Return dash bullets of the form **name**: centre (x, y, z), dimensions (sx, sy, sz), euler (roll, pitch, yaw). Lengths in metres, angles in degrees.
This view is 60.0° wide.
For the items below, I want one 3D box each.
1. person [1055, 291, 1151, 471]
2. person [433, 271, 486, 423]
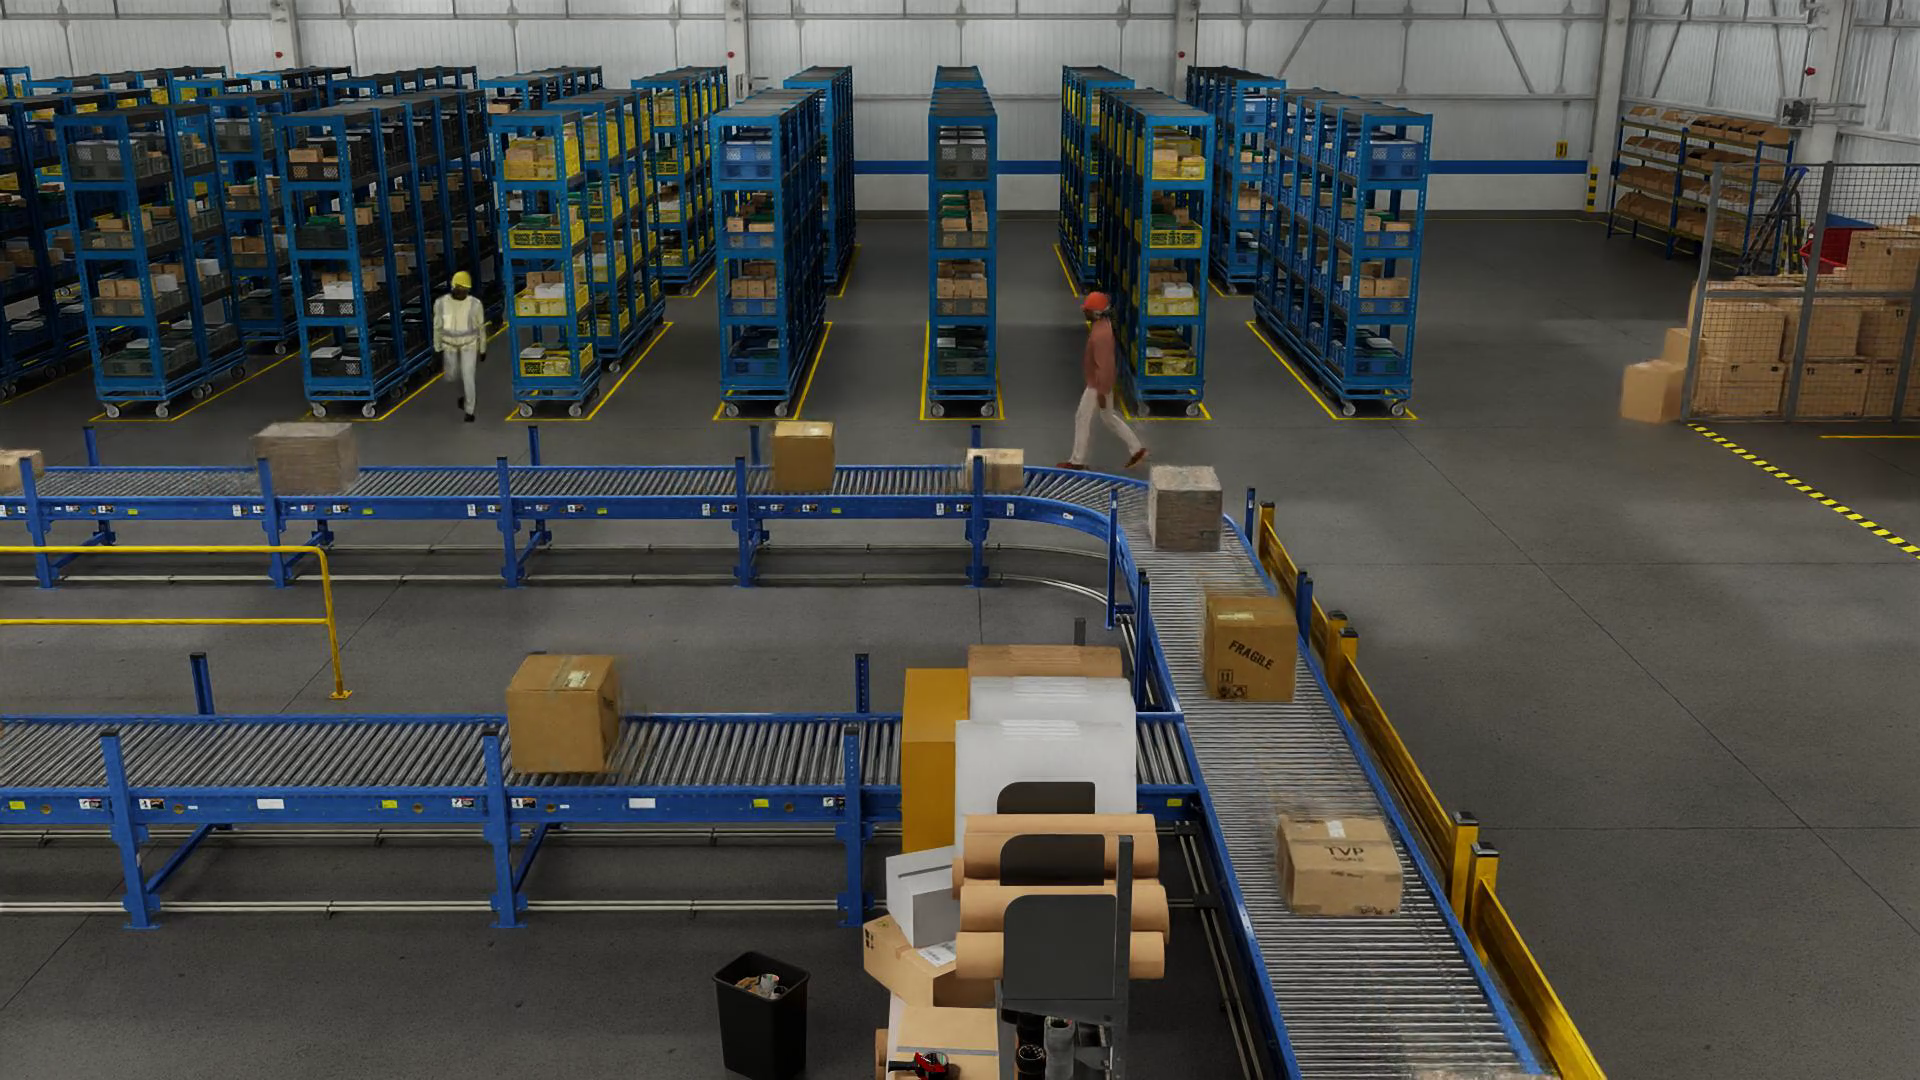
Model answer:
- **person**: centre (1.548, -1.662, 17.594), dimensions (0.950, 1.965, 0.603), euler (4, 18, 13)
- **person**: centre (-5.976, -2.320, 19.883), dimensions (0.615, 1.788, 0.643), euler (-2, 18, -6)
